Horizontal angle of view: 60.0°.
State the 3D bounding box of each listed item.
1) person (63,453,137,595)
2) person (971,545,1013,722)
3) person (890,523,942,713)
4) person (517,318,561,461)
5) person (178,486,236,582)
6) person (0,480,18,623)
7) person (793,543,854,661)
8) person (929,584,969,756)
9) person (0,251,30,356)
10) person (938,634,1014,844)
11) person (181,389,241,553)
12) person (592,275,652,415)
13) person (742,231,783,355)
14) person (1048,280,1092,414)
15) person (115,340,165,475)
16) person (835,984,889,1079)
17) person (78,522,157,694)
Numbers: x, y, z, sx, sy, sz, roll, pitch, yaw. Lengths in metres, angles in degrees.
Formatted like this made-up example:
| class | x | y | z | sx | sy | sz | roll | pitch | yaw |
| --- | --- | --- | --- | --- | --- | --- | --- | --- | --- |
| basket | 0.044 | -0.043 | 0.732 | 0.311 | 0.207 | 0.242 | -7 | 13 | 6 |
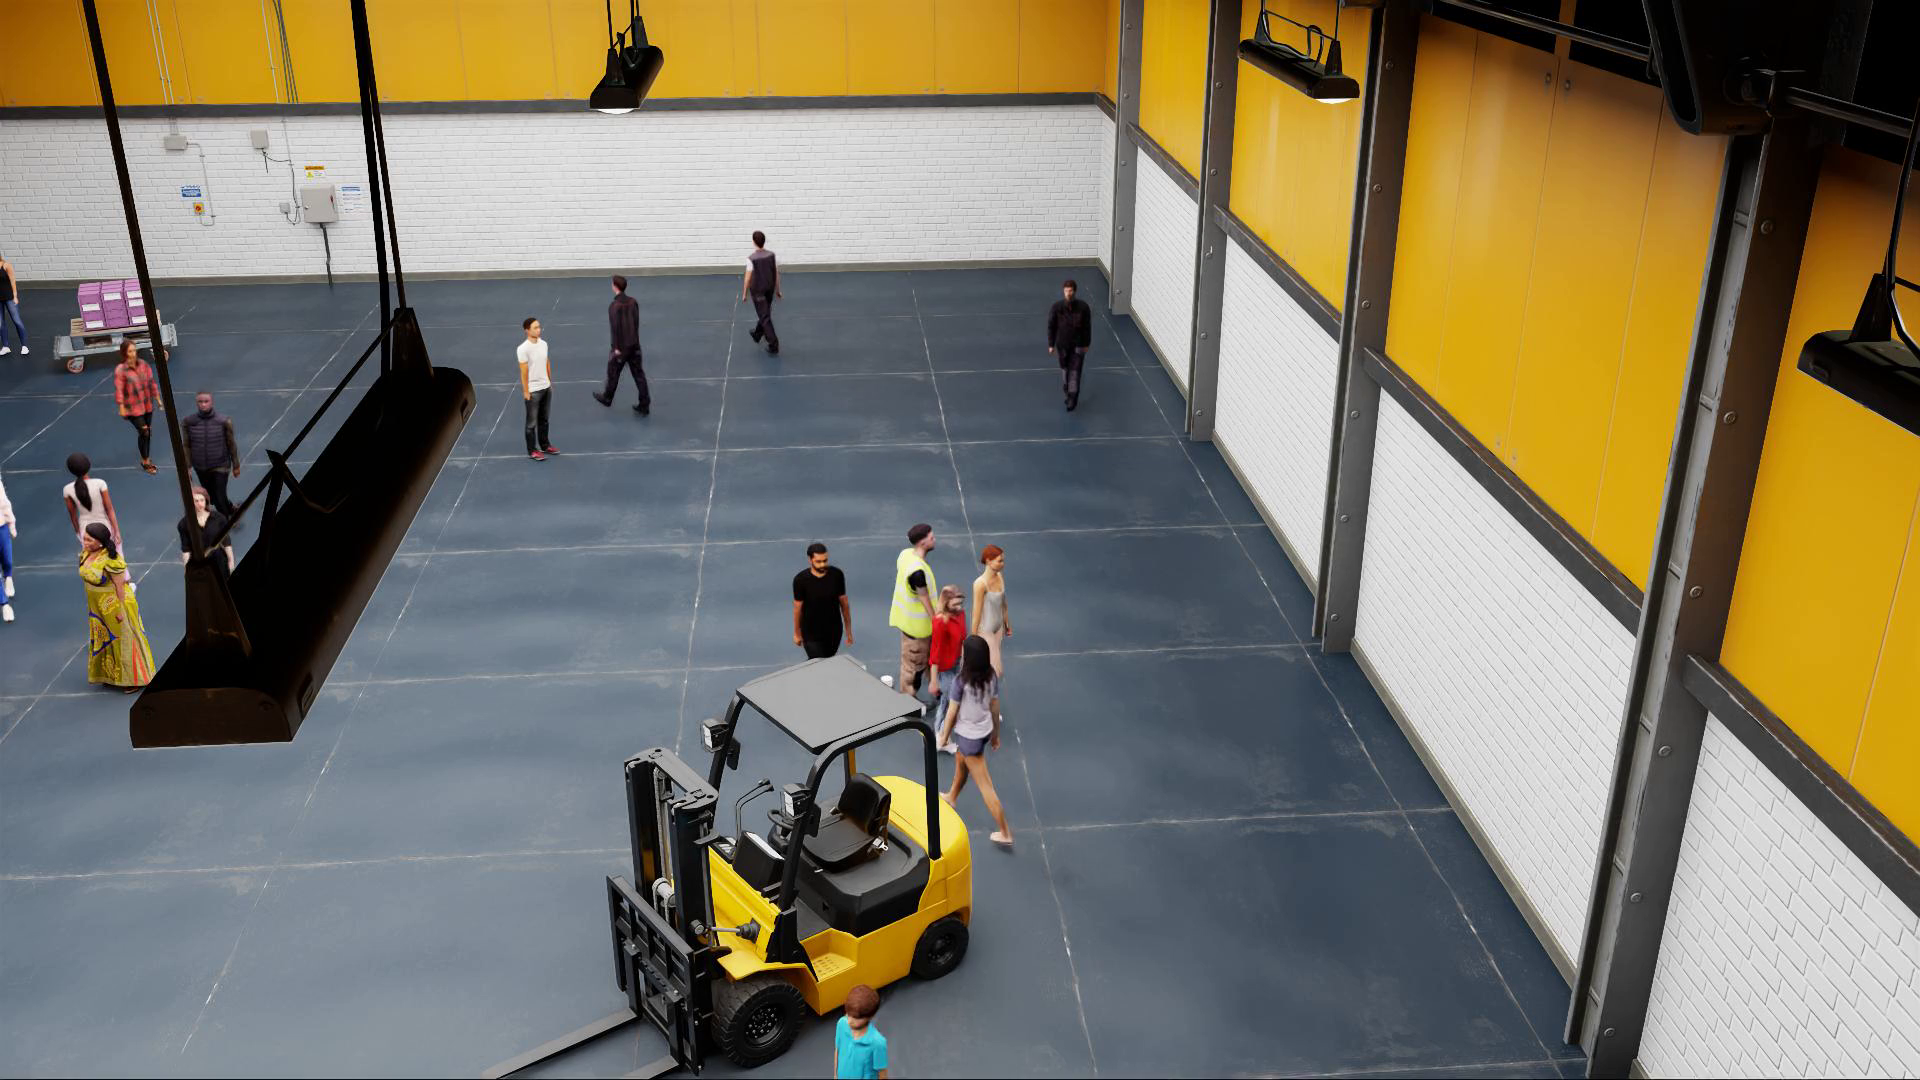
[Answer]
| class | x | y | z | sx | sy | sz | roll | pitch | yaw |
| --- | --- | --- | --- | --- | --- | --- | --- | --- | --- |
| person | -8.628 | 0.001 | 16.606 | 0.739 | 1.714 | 1.017 | -7 | 24 | -15 |
| person | 0.188 | 0.794 | 14.895 | 0.749 | 1.632 | 0.680 | 13 | 27 | 28 |
| person | -0.433 | 0.725 | 14.812 | 0.809 | 1.824 | 0.892 | -4 | 24 | -9 |
| person | -5.327 | -1.915 | 20.872 | 0.774 | 1.807 | 0.669 | 13 | 27 | 26 |
| person | -7.263 | 0.250 | 16.059 | 0.719 | 1.696 | 0.757 | -14 | 27 | -28 |
| person | -9.790 | -0.095 | 16.795 | 0.980 | 1.738 | 1.202 | -14 | 27 | -29 |
| person | -1.253 | 0.775 | 14.804 | 0.921 | 1.738 | 1.217 | -13 | 27 | -27 |
| person | -0.173 | 1.112 | 14.109 | 0.859 | 1.678 | 0.736 | 8 | 25 | 18 |
| person | -14.311 | -3.623 | 24.886 | 0.592 | 1.722 | 0.509 | -3 | 24 | -7 |
| person | 0.163 | 1.598 | 12.999 | 1.098 | 1.676 | 1.214 | -22 | 32 | -40 |
| person | -8.209 | -0.806 | 18.339 | 0.696 | 1.804 | 1.127 | -2 | 24 | -4 |
| person | -4.427 | -2.569 | 22.299 | 1.213 | 1.862 | 1.171 | 17 | 29 | 34 |
| person | -2.892 | -3.664 | 24.868 | 1.074 | 1.810 | 1.250 | -17 | 29 | -33 |
| person | 1.520 | -2.660 | 22.603 | 0.945 | 1.786 | 1.223 | 5 | 24 | 10 |
| person | -10.150 | -1.661 | 20.442 | 0.825 | 1.686 | 0.750 | 11 | 26 | 23 |
| person | -0.542 | 3.163 | 9.712 | 0.778 | 1.441 | 0.844 | 17 | 29 | 34 |
| person | -7.817 | 0.598 | 15.308 | 0.996 | 1.659 | 1.004 | 11 | 26 | 24 |
